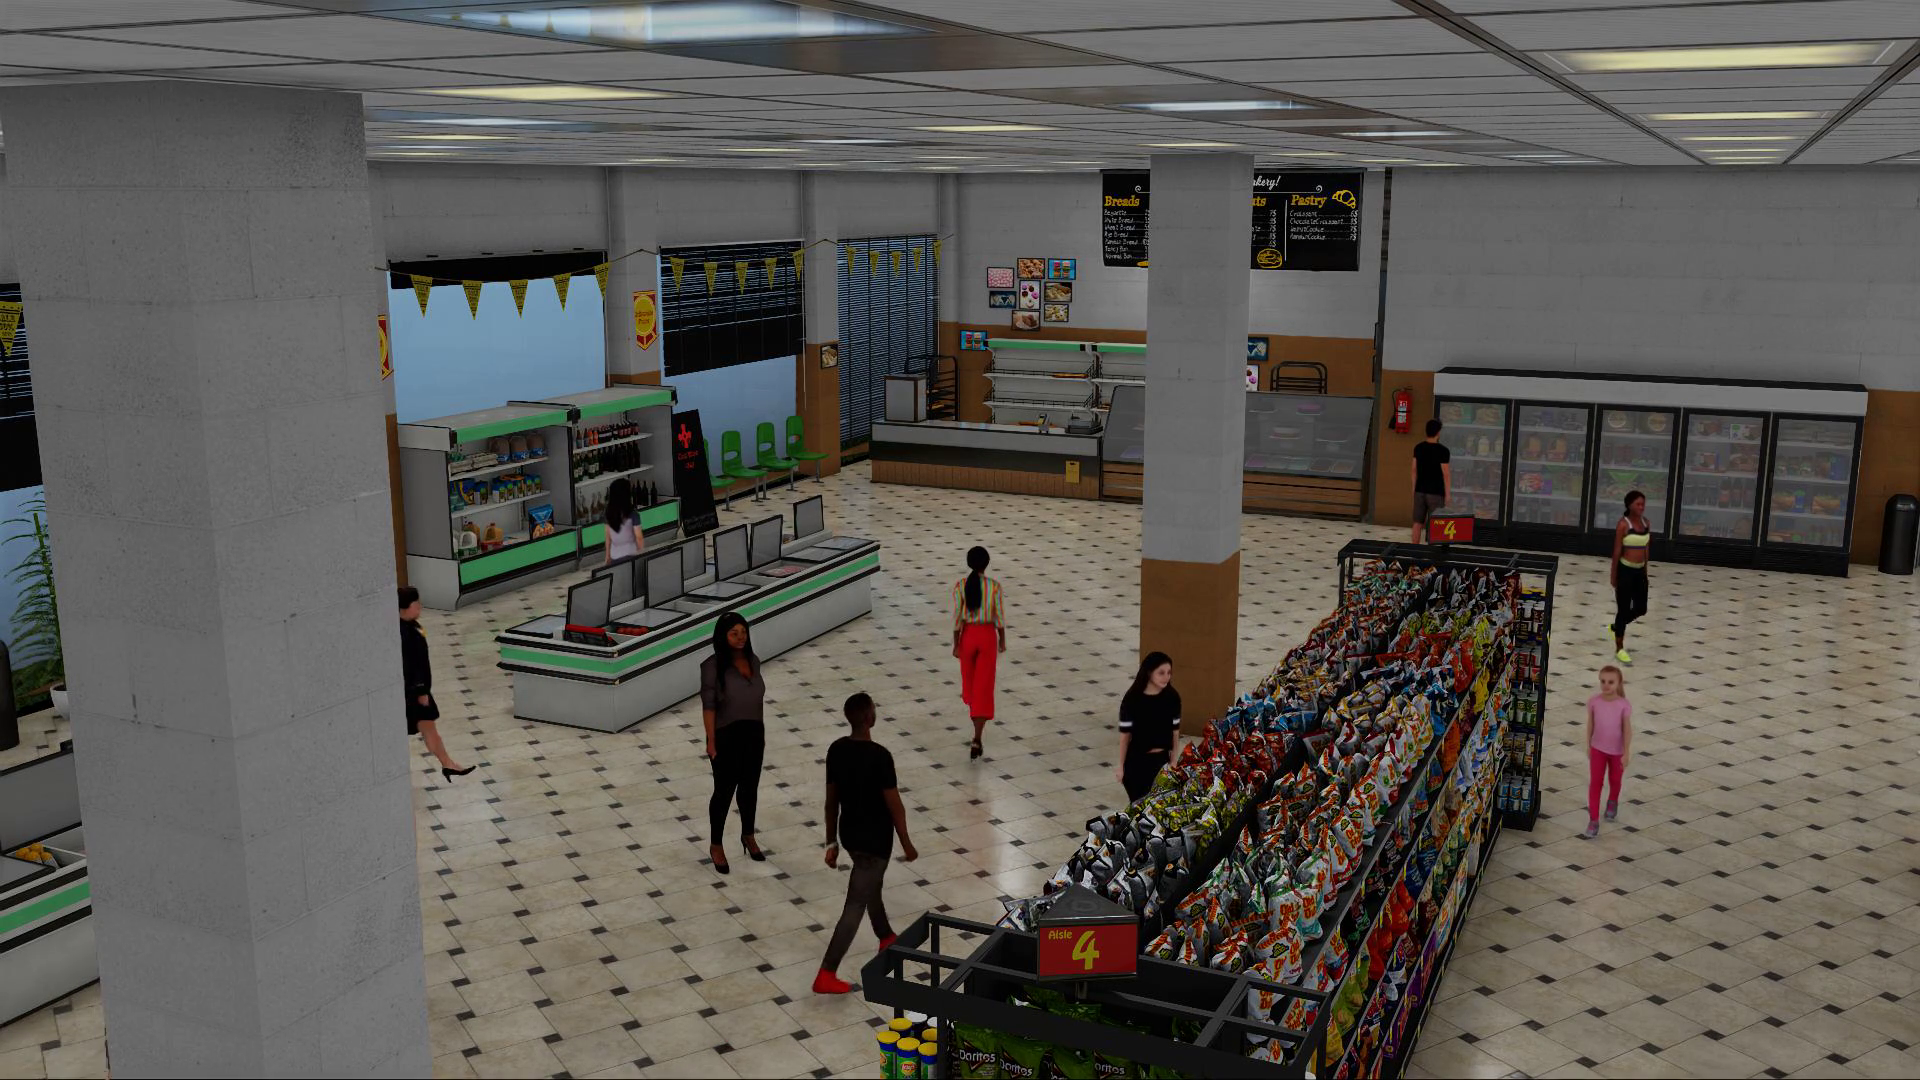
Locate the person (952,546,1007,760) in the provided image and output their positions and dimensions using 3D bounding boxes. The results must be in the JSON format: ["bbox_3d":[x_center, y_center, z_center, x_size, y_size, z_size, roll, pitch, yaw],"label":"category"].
[{"bbox_3d":[0.149,0.974,13.904,0.852,1.737,1.234,2,12,7],"label":"person"}]

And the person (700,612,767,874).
[{"bbox_3d":[-1.583,1.396,11.648,0.788,1.842,0.654,12,17,44],"label":"person"}]

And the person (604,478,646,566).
[{"bbox_3d":[-3.608,0.211,17.685,0.653,1.673,1.101,7,14,28],"label":"person"}]

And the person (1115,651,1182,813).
[{"bbox_3d":[1.278,1.534,11.531,0.980,1.619,1.065,-2,12,-11],"label":"person"}]

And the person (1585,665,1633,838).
[{"bbox_3d":[4.840,1.542,12.383,0.492,1.252,0.913,6,13,26],"label":"person"}]

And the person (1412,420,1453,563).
[{"bbox_3d":[5.955,-0.611,21.132,0.753,1.860,0.688,11,16,42],"label":"person"}]

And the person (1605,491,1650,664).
[{"bbox_3d":[6.727,0.350,16.853,0.782,1.743,0.849,-3,12,-16],"label":"person"}]

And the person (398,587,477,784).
[{"bbox_3d":[-4.432,1.215,13.023,1.123,1.629,1.122,-2,12,-11],"label":"person"}]

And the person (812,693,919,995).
[{"bbox_3d":[-0.619,1.821,9.808,0.892,1.768,1.279,10,16,40],"label":"person"}]
